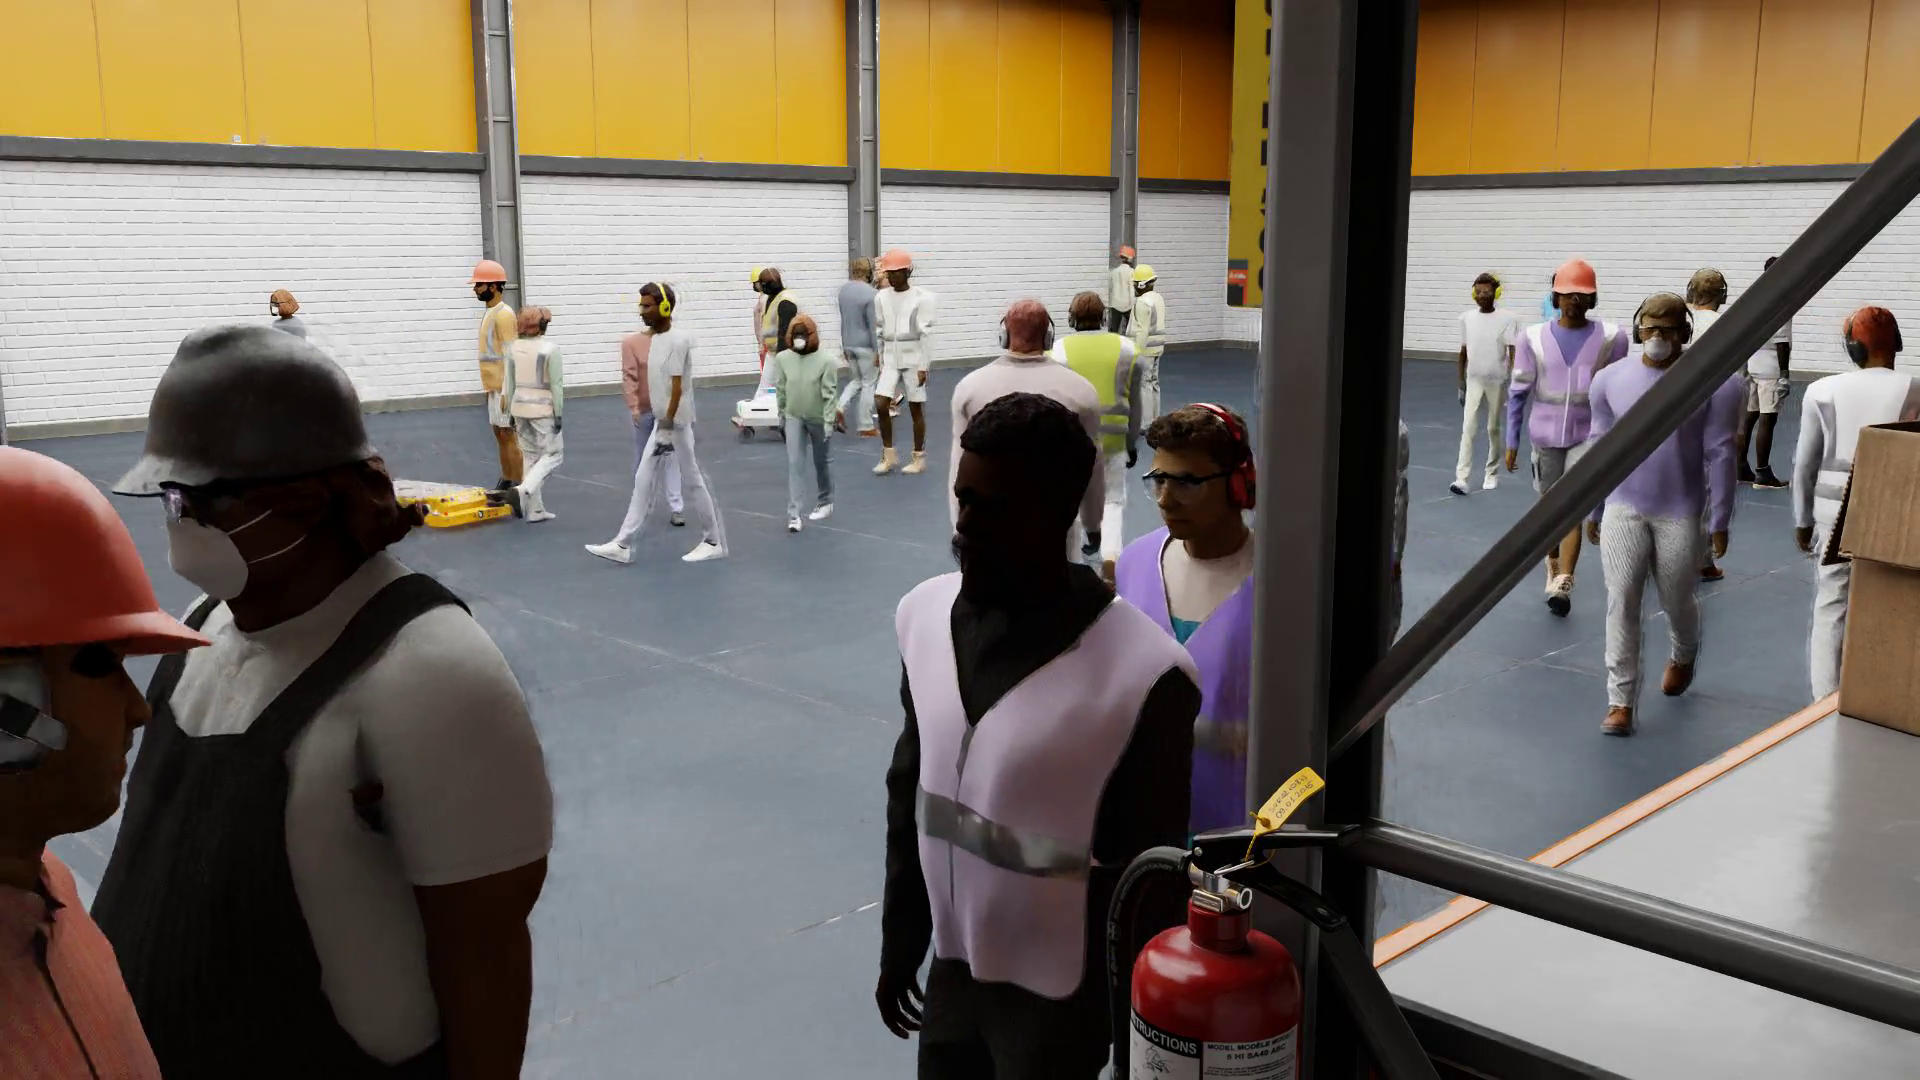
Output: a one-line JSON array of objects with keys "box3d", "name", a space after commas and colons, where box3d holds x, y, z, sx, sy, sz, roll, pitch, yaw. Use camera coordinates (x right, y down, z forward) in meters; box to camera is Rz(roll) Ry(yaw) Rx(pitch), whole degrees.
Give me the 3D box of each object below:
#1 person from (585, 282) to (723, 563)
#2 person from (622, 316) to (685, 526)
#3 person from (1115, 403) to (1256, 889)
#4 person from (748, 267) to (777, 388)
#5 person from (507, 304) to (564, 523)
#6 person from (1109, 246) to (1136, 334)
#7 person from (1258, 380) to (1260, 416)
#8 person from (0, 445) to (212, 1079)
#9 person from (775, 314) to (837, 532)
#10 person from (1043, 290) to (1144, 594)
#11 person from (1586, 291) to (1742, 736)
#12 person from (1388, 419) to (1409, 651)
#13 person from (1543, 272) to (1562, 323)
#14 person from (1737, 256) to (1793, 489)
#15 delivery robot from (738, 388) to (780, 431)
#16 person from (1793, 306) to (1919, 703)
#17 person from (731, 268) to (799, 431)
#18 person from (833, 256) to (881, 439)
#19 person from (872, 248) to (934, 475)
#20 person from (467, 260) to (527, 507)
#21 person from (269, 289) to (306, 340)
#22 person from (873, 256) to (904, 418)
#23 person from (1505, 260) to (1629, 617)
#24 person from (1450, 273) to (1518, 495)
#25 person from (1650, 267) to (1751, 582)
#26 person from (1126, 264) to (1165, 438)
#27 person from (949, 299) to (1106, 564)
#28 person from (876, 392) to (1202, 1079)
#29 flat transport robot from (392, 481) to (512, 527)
[{"box3d": [-1.947, -0.729, 10.699, 0.951, 1.822, 0.544, -7, 13, -34], "name": "person"}, {"box3d": [-2.276, -0.997, 12.457, 0.520, 1.725, 0.866, -4, 11, -19], "name": "person"}, {"box3d": [0.640, 0.590, 3.585, 0.813, 1.812, 0.588, -9, 14, -41], "name": "person"}, {"box3d": [-2.308, -2.317, 19.554, 0.327, 1.760, 0.524, 0, 10, -2], "name": "person"}, {"box3d": [-3.163, -0.904, 12.190, 0.528, 1.625, 0.527, 5, 12, 26], "name": "person"}, {"box3d": [2.770, -3.867, 27.502, 1.032, 1.933, 0.644, -9, 14, -41], "name": "person"}, {"box3d": [2.503, -0.998, 12.091, 0.785, 1.847, 0.596, -4, 11, -20], "name": "person"}, {"box3d": [-0.776, 0.913, 1.372, 0.664, 1.970, 0.708, -2, 11, -12], "name": "person"}, {"box3d": [-1.116, -0.871, 12.188, 0.494, 1.569, 0.881, 2, 11, 10], "name": "person"}, {"box3d": [0.772, -0.551, 9.771, 0.626, 1.818, 0.746, 0, 10, 0], "name": "person"}, {"box3d": [3.072, -0.141, 7.299, 0.635, 1.908, 0.907, 7, 13, 34], "name": "person"}, {"box3d": [1.660, 0.009, 6.967, 0.486, 1.724, 0.368, 8, 13, 39], "name": "person"}, {"box3d": [7.673, -2.615, 21.352, 0.379, 1.681, 0.558, -3, 11, -14], "name": "person"}, {"box3d": [6.826, -1.413, 14.074, 0.376, 1.959, 0.603, -2, 11, -9], "name": "person"}, {"box3d": [-1.938, -1.335, 17.224, 0.707, 0.478, 0.477, -1, 10, -3], "name": "delivery robot"}, {"box3d": [3.977, -0.098, 7.269, 0.622, 1.819, 0.992, 9, 13, 39], "name": "person"}, {"box3d": [-2.008, -2.029, 17.919, 0.922, 1.782, 0.677, -5, 11, -24], "name": "person"}, {"box3d": [-1.065, -2.009, 17.427, 0.523, 1.920, 0.643, -9, 14, -41], "name": "person"}, {"box3d": [-0.528, -1.552, 14.685, 0.619, 2.015, 0.697, 5, 12, 26], "name": "person"}, {"box3d": [-3.634, -1.217, 13.060, 0.375, 1.939, 0.544, -5, 12, -27], "name": "person"}, {"box3d": [-6.338, -1.552, 15.746, 0.500, 1.628, 0.277, 10, 14, 42], "name": "person"}, {"box3d": [-0.880, -2.351, 19.383, 0.428, 1.884, 0.663, -5, 11, -25], "name": "person"}, {"box3d": [3.443, -0.588, 9.481, 0.632, 1.984, 1.071, 4, 11, 23], "name": "person"}, {"box3d": [4.342, -1.279, 13.730, 0.542, 1.820, 0.965, 6, 12, 29], "name": "person"}, {"box3d": [4.559, -0.709, 10.306, 0.370, 1.934, 0.631, -8, 13, -39], "name": "person"}, {"box3d": [1.947, -1.985, 17.544, 0.404, 1.827, 0.600, 5, 11, 25], "name": "person"}, {"box3d": [0.304, -0.103, 7.209, 0.660, 1.852, 1.003, 1, 10, 7], "name": "person"}, {"box3d": [0.140, 0.696, 2.732, 0.720, 1.904, 0.600, -9, 14, -40], "name": "person"}, {"box3d": [-4.158, -0.292, 12.568, 1.431, 0.197, 0.652, 6, 12, 28], "name": "flat transport robot"}]
